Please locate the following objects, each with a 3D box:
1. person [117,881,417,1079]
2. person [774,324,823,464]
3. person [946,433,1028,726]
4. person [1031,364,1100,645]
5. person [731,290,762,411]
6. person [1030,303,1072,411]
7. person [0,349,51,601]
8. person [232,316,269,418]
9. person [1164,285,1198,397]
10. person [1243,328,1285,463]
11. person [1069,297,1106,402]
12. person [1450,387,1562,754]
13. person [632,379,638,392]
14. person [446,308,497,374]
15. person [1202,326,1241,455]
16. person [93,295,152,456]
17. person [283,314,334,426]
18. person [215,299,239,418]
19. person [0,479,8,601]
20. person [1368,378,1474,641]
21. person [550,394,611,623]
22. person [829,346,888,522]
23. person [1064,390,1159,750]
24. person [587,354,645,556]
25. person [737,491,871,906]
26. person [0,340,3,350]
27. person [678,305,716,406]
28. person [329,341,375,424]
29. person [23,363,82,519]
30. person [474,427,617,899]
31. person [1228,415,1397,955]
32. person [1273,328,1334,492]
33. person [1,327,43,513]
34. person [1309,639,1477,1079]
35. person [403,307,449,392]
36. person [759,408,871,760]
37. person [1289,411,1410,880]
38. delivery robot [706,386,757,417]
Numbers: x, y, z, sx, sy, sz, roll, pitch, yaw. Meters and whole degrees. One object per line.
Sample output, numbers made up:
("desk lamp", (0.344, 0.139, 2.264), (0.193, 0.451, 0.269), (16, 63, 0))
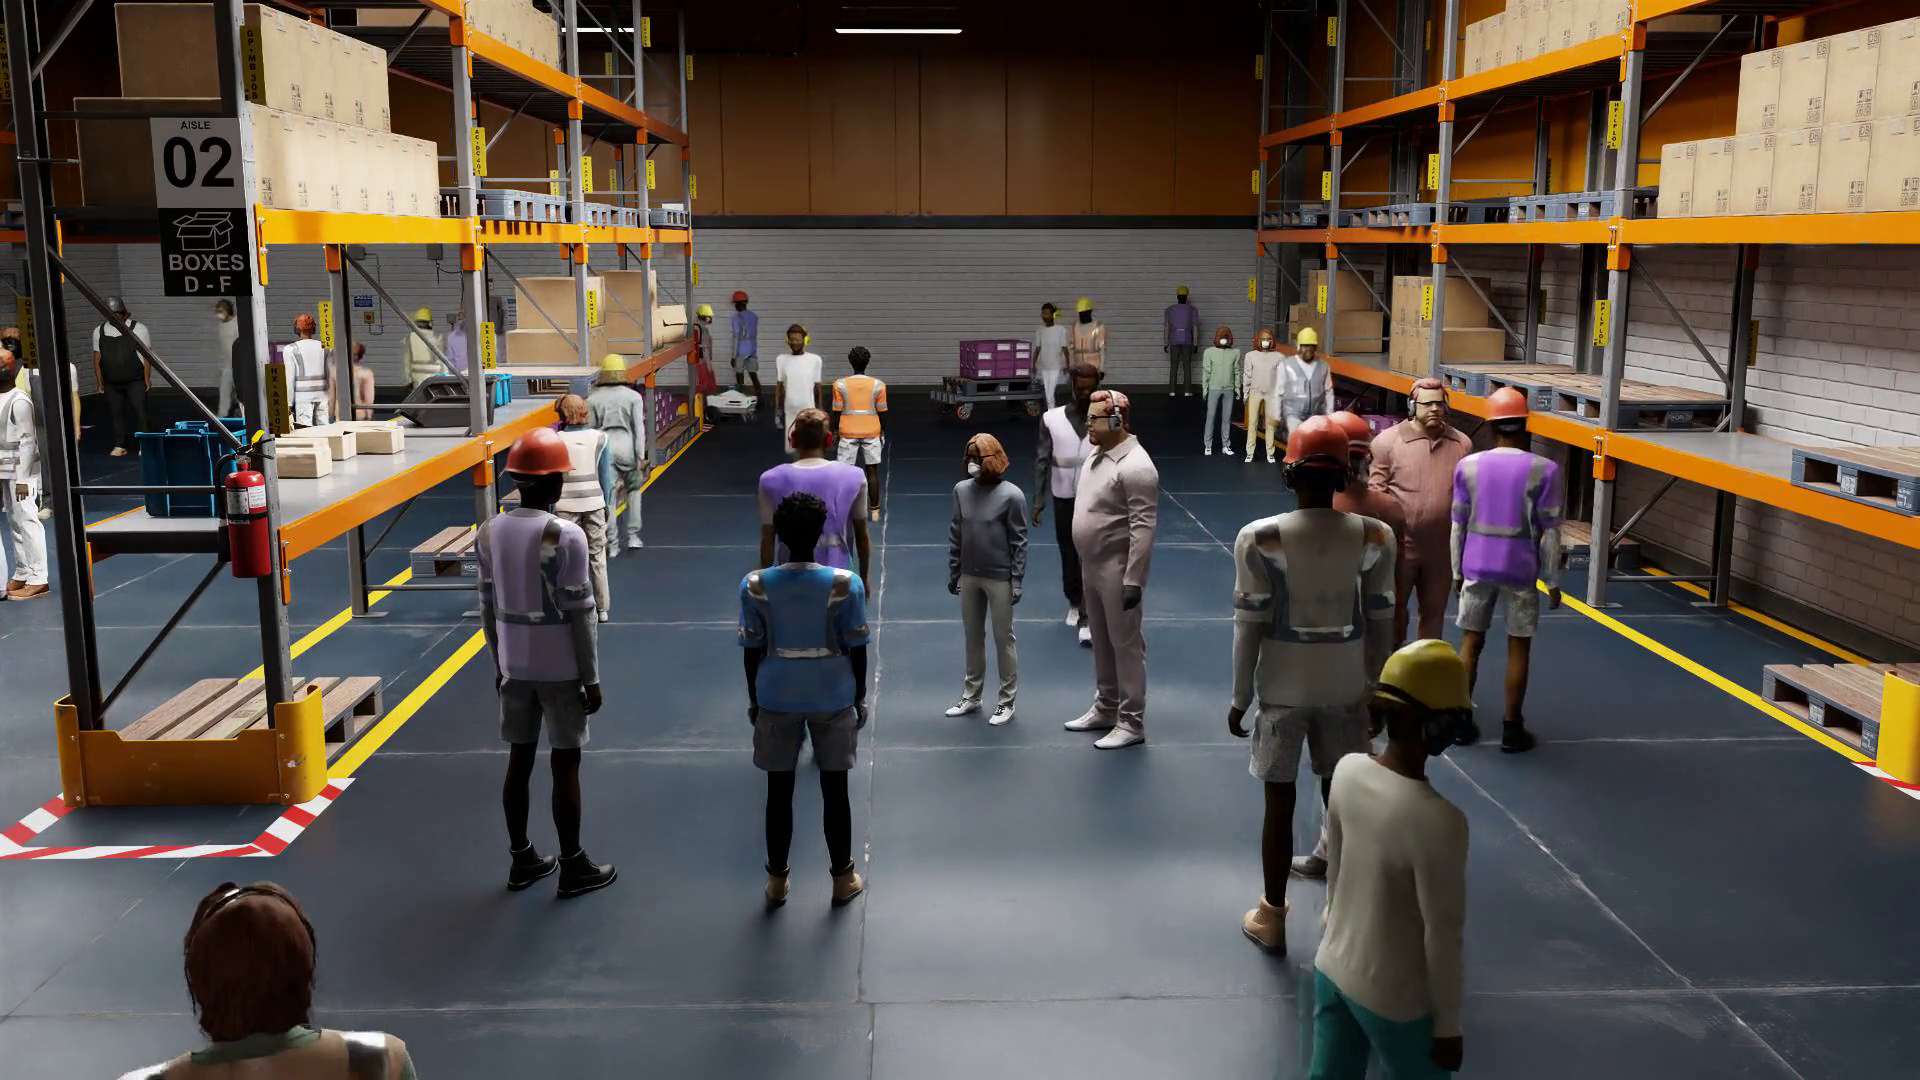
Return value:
("person", (-1.164, 1.377, 2.834), (0.531, 1.620, 0.479), (-5, 11, -27))
("person", (-1.676, -1.342, 17.399), (0.517, 1.846, 0.763), (1, 10, 7))
("person", (0.145, 0.216, 9.278), (0.507, 1.631, 0.266), (8, 13, 37))
("person", (0.811, -0.267, 11.323), (0.610, 1.870, 0.997), (1, 10, 8))
("person", (-3.418, -2.985, 26.308), (0.377, 1.935, 0.549), (7, 12, 32))
("person", (1.184, -2.294, 22.645), (0.566, 1.848, 0.676), (8, 13, 37))
("person", (-7.117, -0.491, 12.513), (0.356, 1.887, 0.573), (-10, 14, -44))
("person", (-7.725, -1.573, 18.236), (0.623, 1.992, 0.392), (9, 14, 42))
("person", (3.828, -3.438, 28.812), (0.594, 1.925, 0.369), (2, 10, 11))
("person", (3.689, -1.750, 20.224), (0.500, 1.636, 0.282), (2, 10, 9))
("person", (1.777, -2.450, 23.350), (0.626, 1.908, 0.417), (7, 12, 34))
("person", (2.869, 0.162, 8.769), (0.573, 1.923, 0.391), (6, 12, 32))
("person", (-5.012, -2.686, 24.900), (0.603, 1.827, 0.404), (-6, 12, -29))
("person", (-6.186, -2.018, 21.124), (0.646, 1.853, 0.989), (-1, 10, -6))
("person", (3.295, -1.878, 20.945), (0.506, 1.631, 0.277), (-1, 10, -8))
("person", (-10.488, -2.058, 20.814), (0.686, 2.000, 0.535), (-1, 10, -7))
("person", (-7.223, -1.561, 18.489), (0.355, 1.882, 0.576), (9, 13, 40))
("person", (-10.215, -2.430, 23.316), (0.648, 1.895, 0.778), (7, 13, 35))
("person", (-7.347, -0.391, 12.294), (0.315, 1.766, 0.533), (7, 12, 33))
("person", (2.666, 0.018, 9.618), (0.639, 1.910, 0.406), (-1, 10, -7))
("person", (-2.677, -0.206, 11.633), (0.516, 1.634, 0.313), (-6, 12, -32))
("person", (-0.971, -1.004, 15.907), (0.560, 1.694, 0.319), (-2, 10, -9))
("person", (0.789, 0.154, 8.865), (0.400, 1.907, 0.645), (-4, 11, -19))
("person", (-2.945, -0.739, 14.332), (0.513, 1.716, 0.655), (0, 10, 1))
("person", (-0.619, 0.646, 6.699), (0.535, 1.699, 0.318), (0, 10, 1))
("person", (-11.552, -1.773, 19.866), (0.654, 1.803, 0.866), (0, 10, 3))
("person", (-3.891, -2.660, 24.970), (0.738, 1.743, 0.528), (-1, 10, -8))
("person", (-6.585, -1.328, 17.929), (0.546, 1.620, 0.676), (1, 10, 5))
("person", (-8.771, -1.113, 16.089), (0.516, 1.843, 0.327), (-1, 10, -3))
("person", (-1.698, 0.505, 6.821), (0.545, 1.938, 0.361), (4, 11, 23))
("person", (1.310, 0.552, 6.266), (0.615, 2.043, 0.373), (-1, 10, -4))
("person", (3.632, -1.335, 17.497), (0.612, 1.783, 0.956), (-2, 10, -9))
("person", (-9.311, -1.185, 16.505), (0.632, 1.842, 0.429), (-3, 11, -16))
("person", (0.970, 1.097, 4.112), (0.788, 1.731, 0.527), (-3, 11, -16))
("person", (-7.045, -2.160, 21.993), (0.612, 1.815, 0.456), (2, 10, 9))
("person", (-0.761, 0.205, 8.820), (0.570, 1.815, 0.768), (0, 10, -3))
("person", (1.613, 0.444, 7.095), (0.666, 1.971, 0.534), (-6, 12, -30))
("delivery robot", (-3.362, -2.023, 24.497), (0.707, 0.478, 0.477), (3, 10, 15))
